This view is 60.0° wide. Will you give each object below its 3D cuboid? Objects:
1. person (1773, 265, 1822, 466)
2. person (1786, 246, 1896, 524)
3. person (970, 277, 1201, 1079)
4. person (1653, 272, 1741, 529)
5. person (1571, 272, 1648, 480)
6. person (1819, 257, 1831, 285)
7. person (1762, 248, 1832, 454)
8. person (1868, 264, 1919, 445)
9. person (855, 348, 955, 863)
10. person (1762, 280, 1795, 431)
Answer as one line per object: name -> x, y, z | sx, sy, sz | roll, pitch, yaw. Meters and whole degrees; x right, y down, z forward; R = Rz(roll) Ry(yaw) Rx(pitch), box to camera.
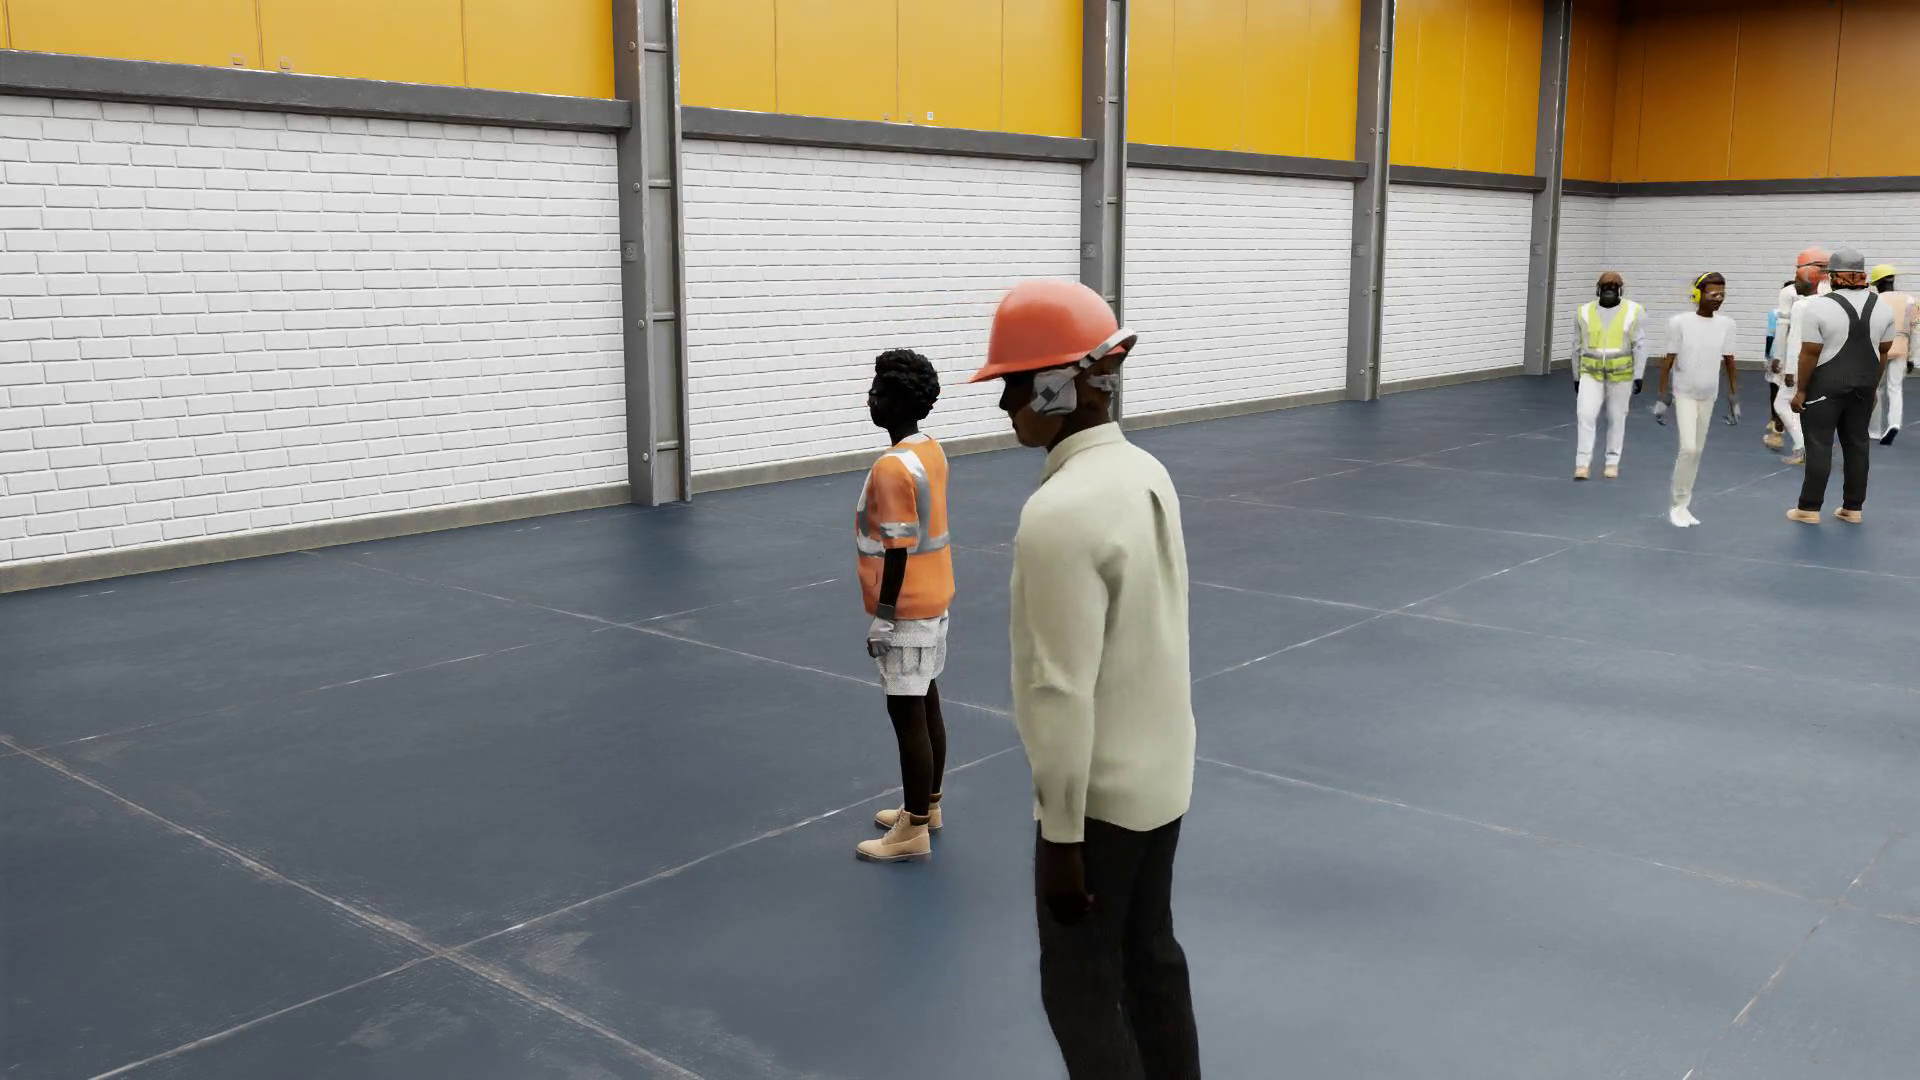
person -> 7.820, -1.595, 15.370 | 0.615, 1.872, 0.390 | -5, 11, -27
person -> 6.442, -1.140, 12.274 | 0.674, 2.000, 0.536 | -1, 10, -5
person -> 0.248, 0.475, 3.292 | 0.470, 1.971, 0.649 | 5, 11, 26
person -> 5.373, -1.004, 12.044 | 0.555, 1.846, 0.611 | -1, 10, -6
person -> 5.628, -1.414, 14.493 | 0.642, 1.811, 0.848 | 5, 11, 28
person -> 11.136, -2.700, 21.542 | 0.651, 1.904, 0.403 | 7, 12, 36
person -> 8.285, -1.856, 16.414 | 0.637, 2.014, 0.884 | 1, 10, 6
person -> 9.625, -1.929, 17.284 | 0.610, 1.869, 0.908 | 3, 10, 16
person -> -0.184, 0.216, 5.522 | 0.318, 1.700, 0.535 | 2, 10, 11
person -> 9.094, -2.001, 18.193 | 0.541, 1.681, 0.582 | 0, 10, 3
